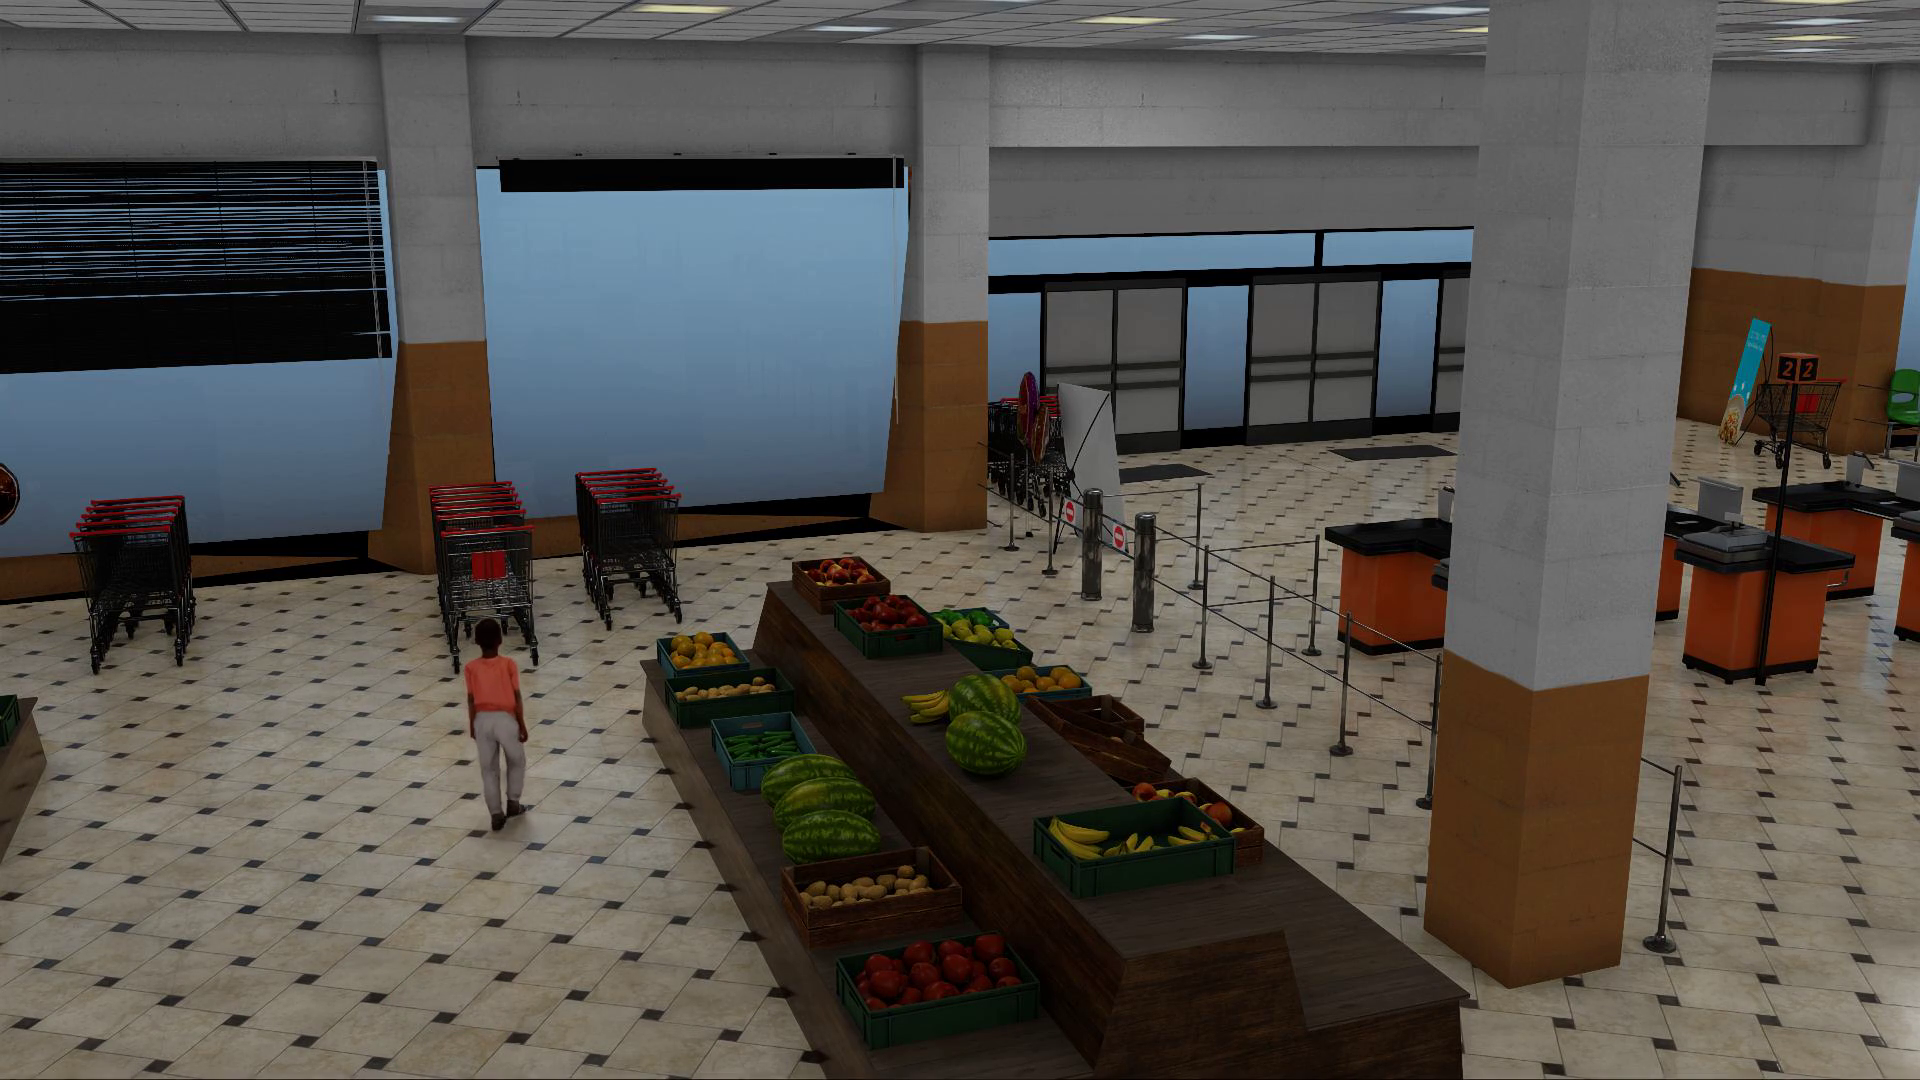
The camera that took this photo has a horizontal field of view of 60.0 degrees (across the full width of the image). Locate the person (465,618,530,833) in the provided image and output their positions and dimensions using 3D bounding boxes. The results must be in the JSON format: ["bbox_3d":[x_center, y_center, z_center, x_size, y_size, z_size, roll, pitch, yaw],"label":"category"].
[{"bbox_3d":[-2.790,1.130,9.984,0.588,1.297,0.637,-1,14,-4],"label":"person"}]
